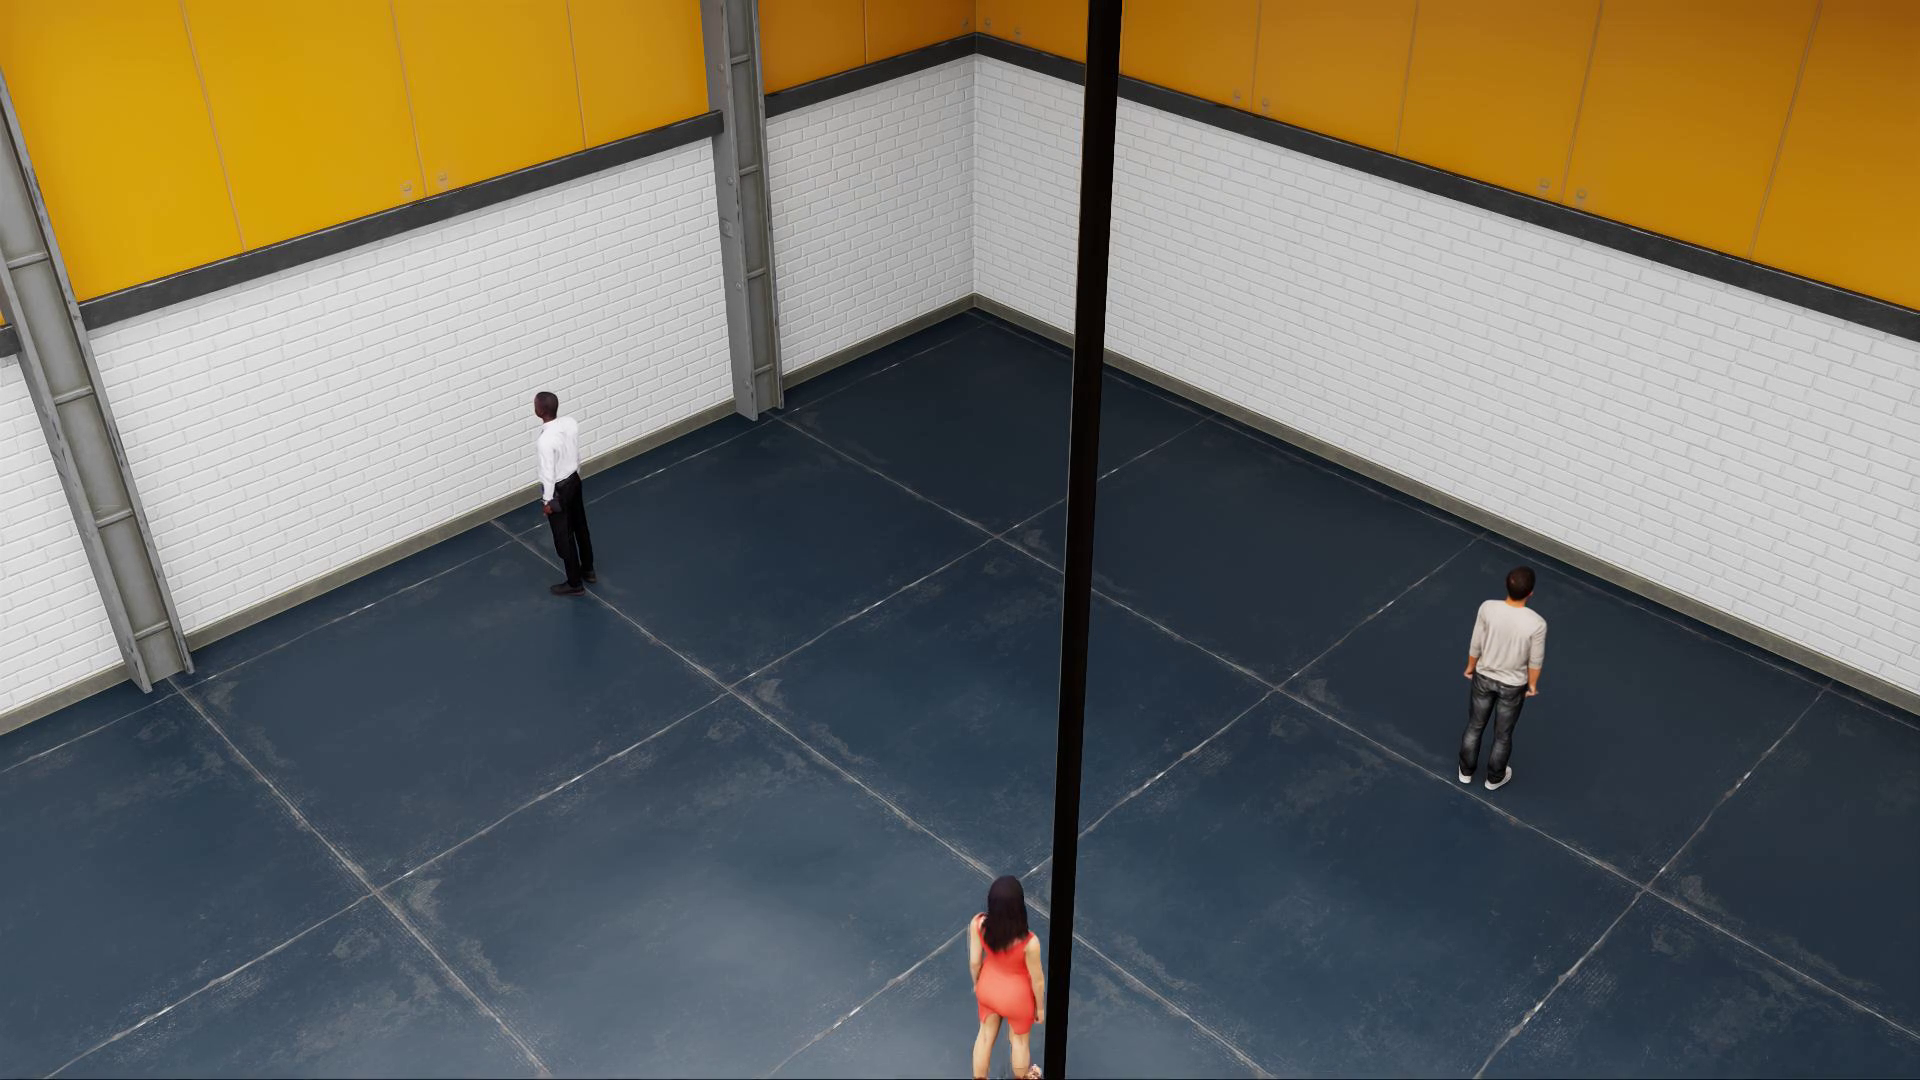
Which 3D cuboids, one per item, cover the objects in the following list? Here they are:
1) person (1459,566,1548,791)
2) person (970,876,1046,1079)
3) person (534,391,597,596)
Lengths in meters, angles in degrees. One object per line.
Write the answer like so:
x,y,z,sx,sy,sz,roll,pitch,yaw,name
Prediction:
3.731,0.957,11.481,0.700,1.811,0.624,20,39,27,person
0.236,2.523,9.209,0.711,1.718,0.797,17,37,23,person
-3.215,-0.387,13.480,0.774,1.837,0.629,11,35,16,person
